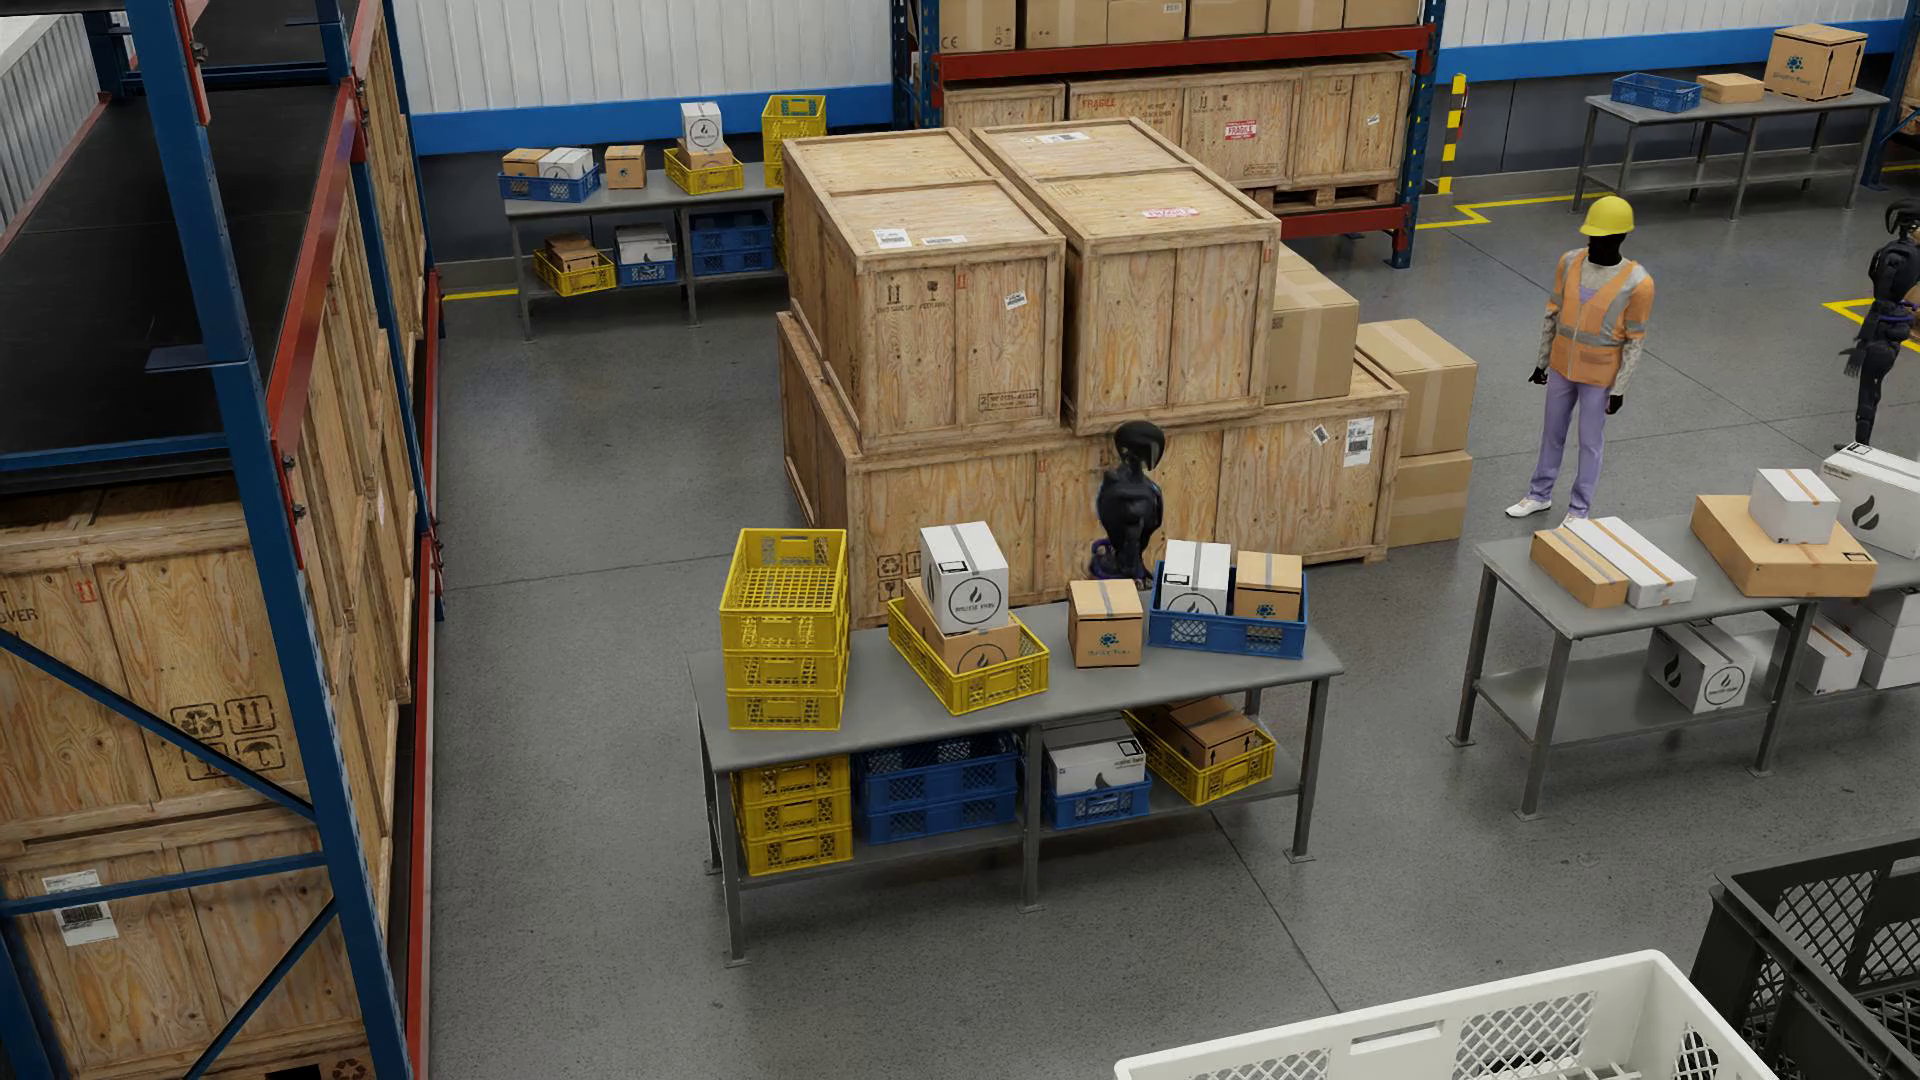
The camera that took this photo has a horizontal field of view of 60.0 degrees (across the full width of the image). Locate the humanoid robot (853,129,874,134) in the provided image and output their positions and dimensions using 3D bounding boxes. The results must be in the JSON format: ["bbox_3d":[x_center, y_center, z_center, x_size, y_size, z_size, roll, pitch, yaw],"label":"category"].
[{"bbox_3d":[-0.622,-1.922,11.129,0.330,1.657,0.601,23,36,35],"label":"humanoid robot"}]

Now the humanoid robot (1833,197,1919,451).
[{"bbox_3d":[5.447,-1.216,9.862,0.352,1.649,0.562,18,34,29],"label":"humanoid robot"}]

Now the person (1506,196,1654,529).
[{"bbox_3d":[3.410,-0.941,9.107,0.366,1.927,0.586,-20,35,-32],"label":"person"}]

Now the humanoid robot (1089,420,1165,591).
[{"bbox_3d":[0.658,0.215,7.304,0.690,1.646,0.581,0,29,-1],"label":"humanoid robot"}]
